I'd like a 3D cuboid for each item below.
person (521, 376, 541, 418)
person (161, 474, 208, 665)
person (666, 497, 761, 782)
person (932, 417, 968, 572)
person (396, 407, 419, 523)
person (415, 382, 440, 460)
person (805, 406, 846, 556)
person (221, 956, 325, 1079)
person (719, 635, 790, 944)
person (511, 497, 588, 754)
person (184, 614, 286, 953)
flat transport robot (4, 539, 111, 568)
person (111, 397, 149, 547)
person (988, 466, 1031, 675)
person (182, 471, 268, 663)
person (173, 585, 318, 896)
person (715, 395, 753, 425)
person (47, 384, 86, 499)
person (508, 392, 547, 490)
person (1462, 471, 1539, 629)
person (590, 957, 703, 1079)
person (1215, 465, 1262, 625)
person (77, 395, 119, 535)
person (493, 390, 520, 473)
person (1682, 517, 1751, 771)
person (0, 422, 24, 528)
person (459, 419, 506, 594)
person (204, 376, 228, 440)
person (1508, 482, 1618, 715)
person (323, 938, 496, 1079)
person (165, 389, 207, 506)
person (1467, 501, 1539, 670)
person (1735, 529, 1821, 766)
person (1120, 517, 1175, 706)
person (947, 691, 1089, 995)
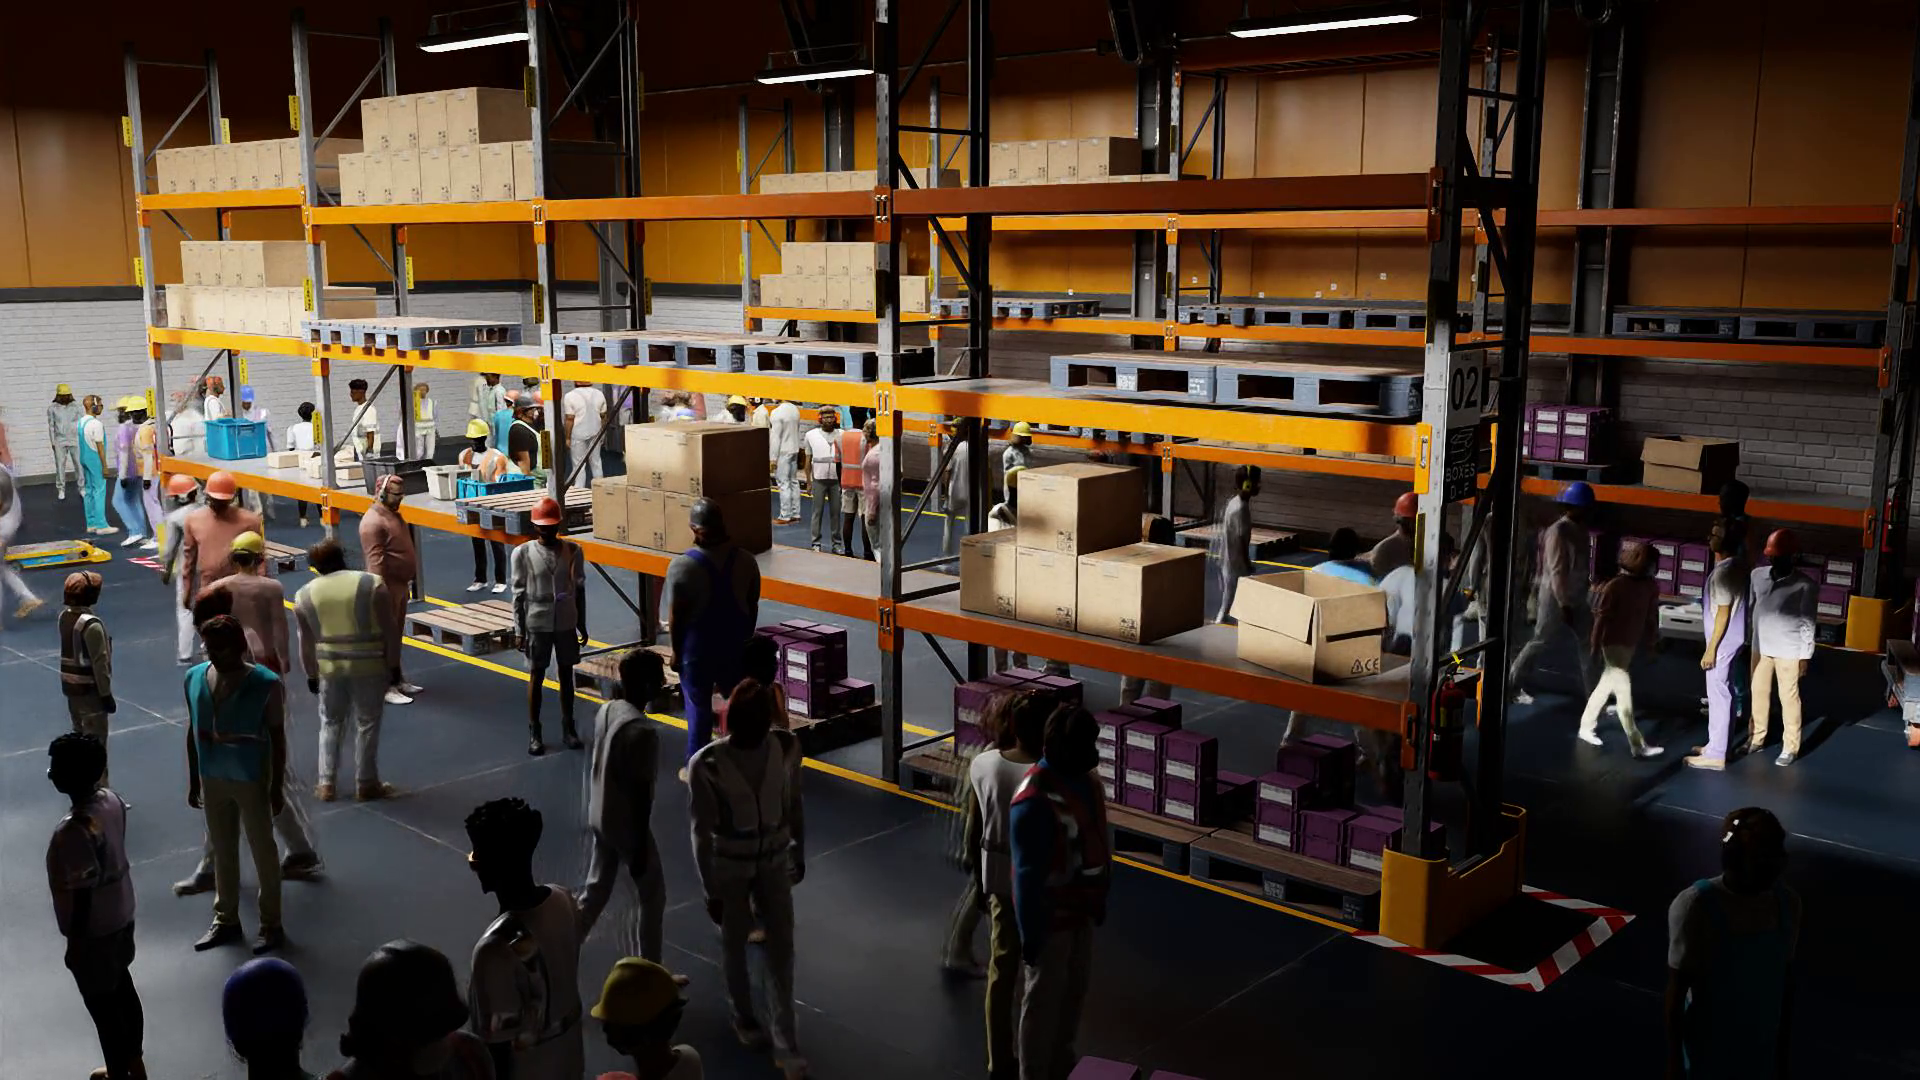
[{"bbox_3d":[-7.208,-2.026,28.023,0.489,1.733,0.317,5,11,26],"label":"person"},{"bbox_3d":[-6.971,0.255,15.127,0.394,1.734,0.560,3,10,14],"label":"person"},{"bbox_3d":[-1.770,0.701,11.726,0.683,2.000,0.538,-6,12,-31],"label":"person"},{"bbox_3d":[-0.021,-0.501,19.100,0.564,1.827,0.901,-5,11,-25],"label":"person"},{"bbox_3d":[-7.562,-1.054,22.810,0.312,1.630,0.507,-3,11,-19],"label":"person"},{"bbox_3d":[-8.562,-1.708,26.538,0.516,1.626,0.392,-9,14,-42],"label":"person"},{"bbox_3d":[-1.615,-0.716,20.290,0.563,1.846,0.390,-4,11,-22],"label":"person"},{"bbox_3d":[-1.737,2.056,4.395,0.620,1.922,0.584,-4,11,-20],"label":"person"},{"bbox_3d":[-1.098,1.338,9.101,0.324,1.693,0.591,5,11,28],"label":"person"},{"bbox_3d":[-3.043,0.633,12.404,0.551,1.935,0.371,-5,11,-25],"label":"person"},{"bbox_3d":[-3.880,1.293,8.947,0.563,1.840,0.390,2,10,9],"label":"person"},{"bbox_3d":[-10.896,0.189,19.626,1.431,0.197,0.652,-10,14,-43],"label":"flat transport robot"},{"bbox_3d":[-10.489,-0.860,21.026,0.391,1.878,0.696,-1,10,-6],"label":"person"},{"bbox_3d":[0.479,0.308,14.320,0.399,1.913,0.590,9,13,40],"label":"person"},{"bbox_3d":[-6.048,0.406,13.637,0.673,1.947,0.825,-2,10,-10],"label":"person"},{"bbox_3d":[-4.201,1.150,9.747,0.804,1.838,0.693,-3,11,-19],"label":"person"},{"bbox_3d":[-2.895,-1.077,22.132,0.935,1.917,0.605,7,12,33],"label":"person"},{"bbox_3d":[-13.378,-1.481,24.942,0.484,1.734,0.342,-6,12,-31],"label":"person"},{"bbox_3d":[-5.154,-0.766,20.020,0.536,2.000,0.676,-3,10,-15],"label":"person"},{"bbox_3d":[5.400,0.029,16.471,0.887,1.715,0.561,9,13,40],"label":"person"},{"bbox_3d":[-0.886,2.062,4.844,0.363,1.760,0.530,2,10,11],"label":"person"},{"bbox_3d":[2.508,0.254,14.815,0.669,1.849,0.493,2,10,14],"label":"person"},{"bbox_3d":[-11.358,-0.986,21.843,0.504,1.840,0.340,7,12,35],"label":"person"},{"bbox_3d":[-6.382,-1.274,23.759,0.573,1.737,0.355,5,11,25],"label":"person"},{"bbox_3d":[5.501,0.744,12.035,0.345,1.847,0.506,8,13,36],"label":"person"},{"bbox_3d":[-12.918,-1.001,22.179,0.696,1.741,0.540,-1,10,-4],"label":"person"},{"bbox_3d":[-5.200,-0.367,18.117,0.589,1.919,0.399,4,11,19],"label":"person"},{"bbox_3d":[-10.869,-1.460,24.394,0.355,1.883,0.575,-6,12,-32],"label":"person"},{"bbox_3d":[4.899,0.455,13.519,0.603,1.901,0.976,-9,13,-41],"label":"person"},{"bbox_3d":[-1.386,2.004,4.361,0.536,2.000,0.688,5,11,26],"label":"person"},{"bbox_3d":[-10.366,-1.090,22.295,0.671,1.885,0.561,4,11,22],"label":"person"},{"bbox_3d":[4.637,0.352,14.289,0.593,1.833,0.404,-2,10,-9],"label":"person"},{"bbox_3d":[5.963,0.774,12.169,0.368,1.743,0.566,-6,11,-29],"label":"person"},{"bbox_3d":[1.403,0.735,12.152,0.632,1.831,0.429,9,13,40],"label":"person"},{"bbox_3d":[0.271,1.525,8.352,0.895,1.580,0.506,5,11,28],"label":"person"}]
